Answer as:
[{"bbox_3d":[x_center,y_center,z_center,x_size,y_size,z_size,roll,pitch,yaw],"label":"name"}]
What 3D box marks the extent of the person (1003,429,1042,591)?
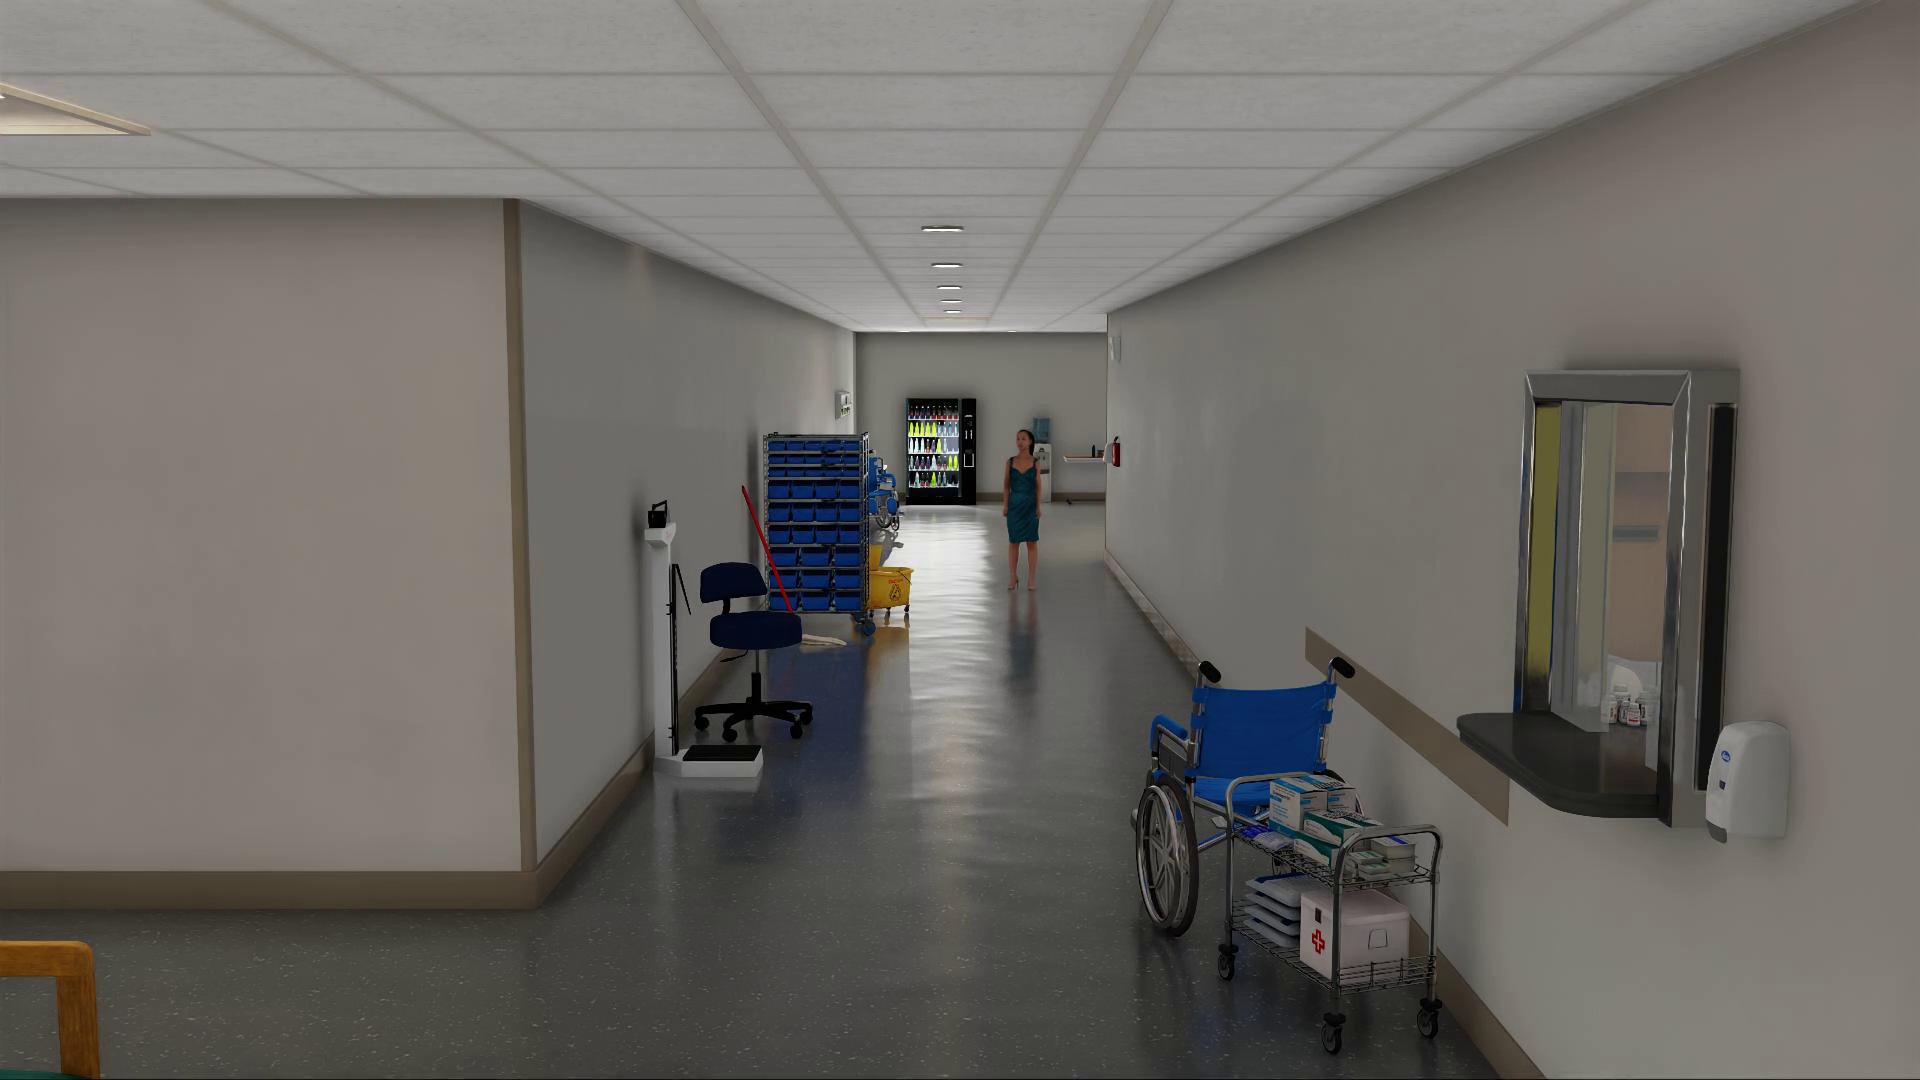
[{"bbox_3d":[0.661,-0.314,17.424,0.480,1.687,0.654,1,6,11],"label":"person"}]
